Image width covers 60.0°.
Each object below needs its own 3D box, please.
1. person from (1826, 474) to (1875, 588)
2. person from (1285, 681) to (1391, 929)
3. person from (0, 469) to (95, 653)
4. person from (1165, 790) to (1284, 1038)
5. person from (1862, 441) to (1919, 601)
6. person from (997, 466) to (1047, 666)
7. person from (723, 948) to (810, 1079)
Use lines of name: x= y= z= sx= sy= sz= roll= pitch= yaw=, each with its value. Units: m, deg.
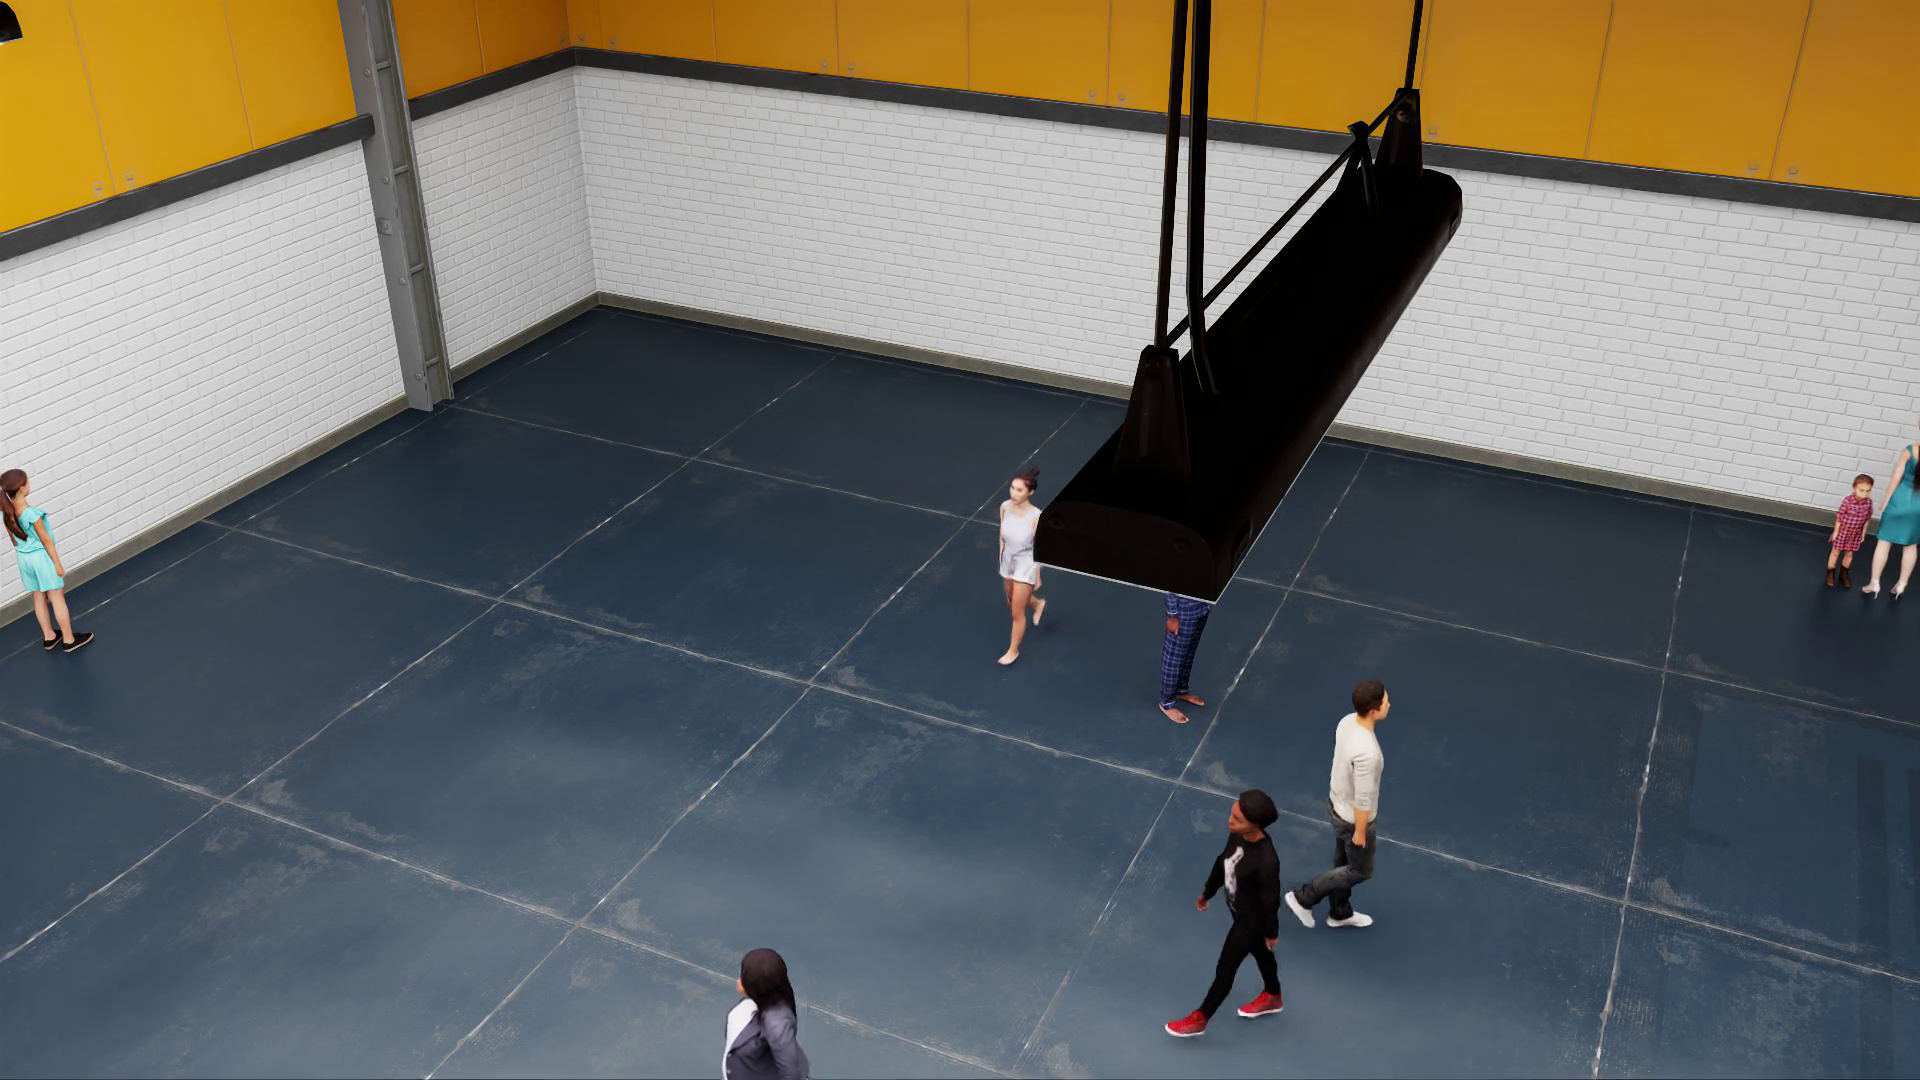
person: x=7.502 y=-0.095 z=14.007 sx=0.466 sy=1.022 sz=0.498 roll=5 pitch=29 yaw=8
person: x=2.285 y=1.632 z=10.024 sx=0.924 sy=1.803 sz=0.893 roll=-1 pitch=29 yaw=-3
person: x=-7.202 y=0.156 z=12.986 sx=0.578 sy=1.558 sz=0.588 roll=8 pitch=30 yaw=14
person: x=1.712 y=2.081 z=9.367 sx=1.017 sy=1.645 sz=1.023 roll=-6 pitch=29 yaw=-10
person: x=7.784 y=-0.274 z=13.644 sx=0.613 sy=1.683 sz=0.583 roll=3 pitch=29 yaw=5
person: x=0.519 y=0.172 z=12.930 sx=0.719 sy=1.585 sz=0.980 roll=22 pitch=36 yaw=35
person: x=-0.902 y=2.674 z=8.340 sx=0.861 sy=1.588 sz=0.783 roll=-4 pitch=29 yaw=-7
